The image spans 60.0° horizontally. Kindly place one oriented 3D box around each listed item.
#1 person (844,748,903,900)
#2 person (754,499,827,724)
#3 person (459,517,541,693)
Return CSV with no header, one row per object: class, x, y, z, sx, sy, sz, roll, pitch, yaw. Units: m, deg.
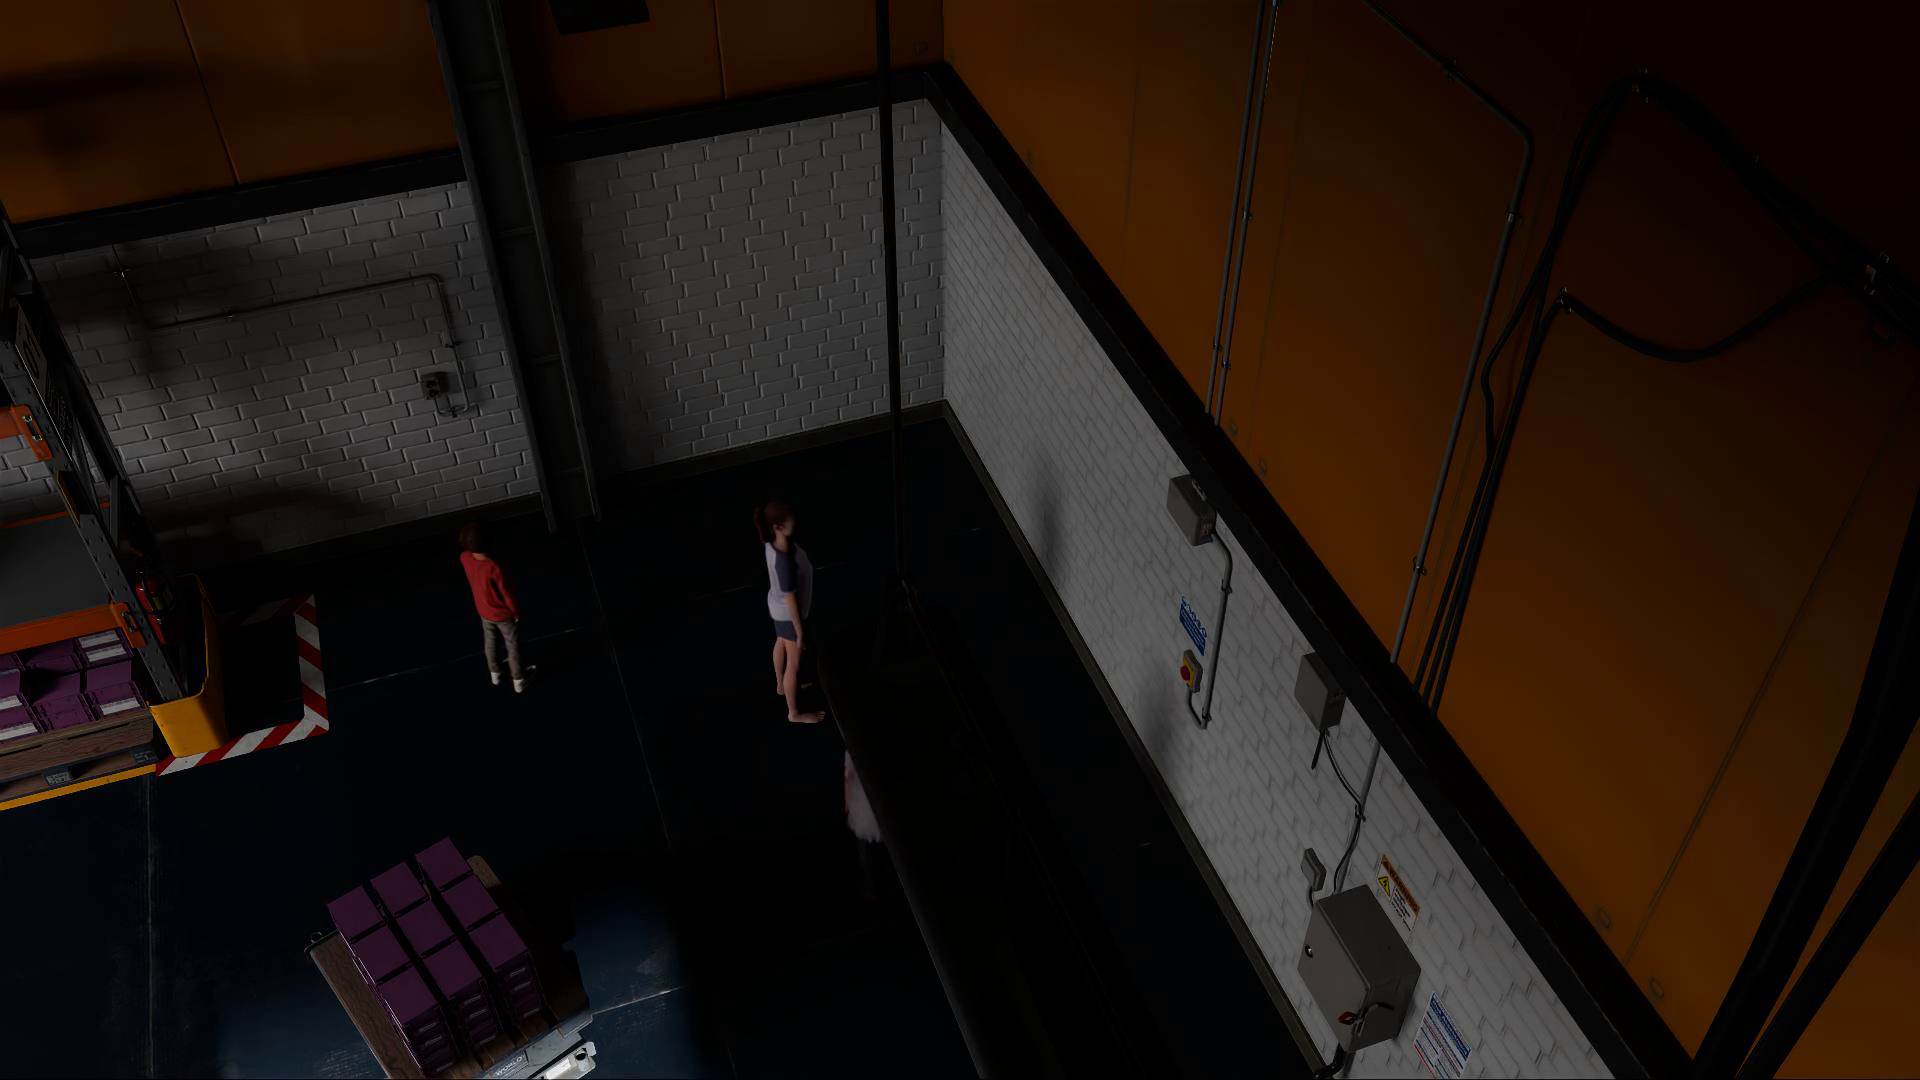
person,-0.435,1.532,9.388,0.752,1.589,0.813,1,44,1
person,-1.071,0.428,10.419,0.524,1.765,0.575,-13,45,-14
person,-2.985,0.424,10.675,0.580,1.417,0.629,21,48,21
